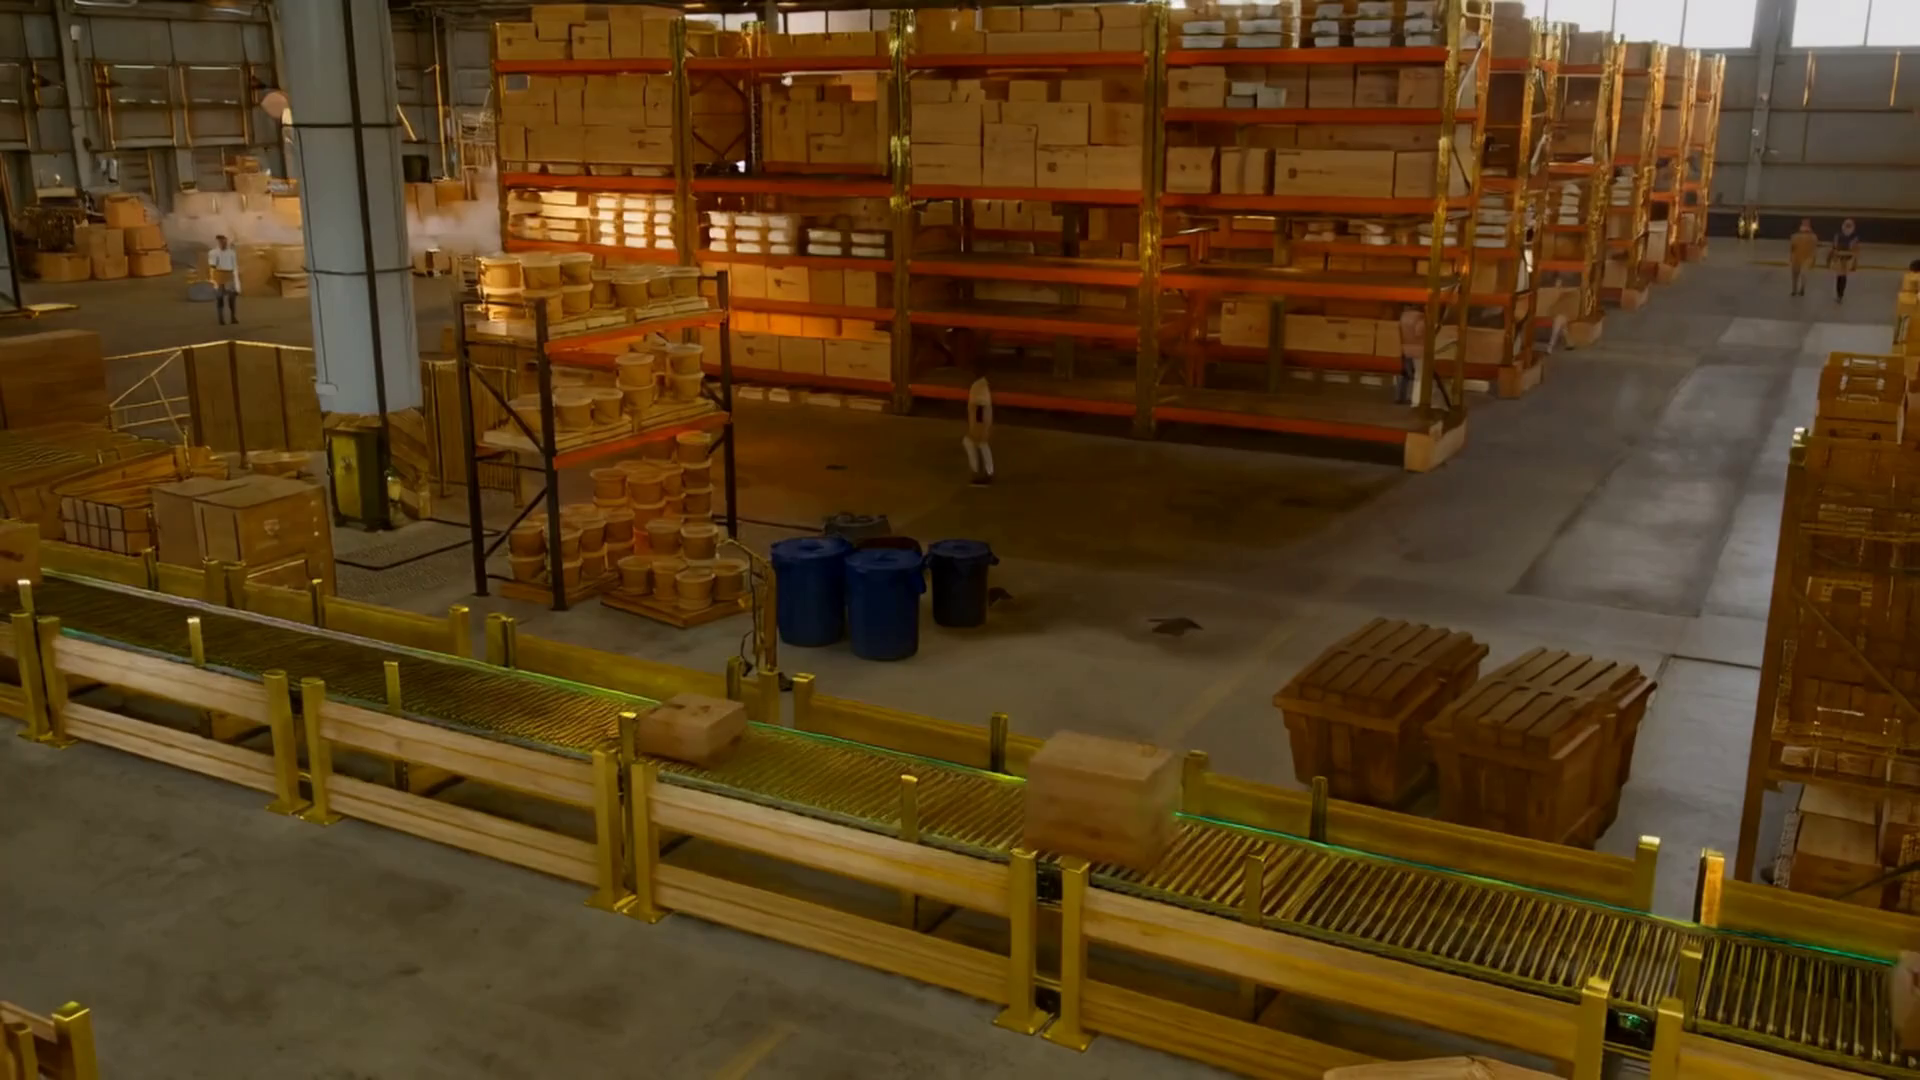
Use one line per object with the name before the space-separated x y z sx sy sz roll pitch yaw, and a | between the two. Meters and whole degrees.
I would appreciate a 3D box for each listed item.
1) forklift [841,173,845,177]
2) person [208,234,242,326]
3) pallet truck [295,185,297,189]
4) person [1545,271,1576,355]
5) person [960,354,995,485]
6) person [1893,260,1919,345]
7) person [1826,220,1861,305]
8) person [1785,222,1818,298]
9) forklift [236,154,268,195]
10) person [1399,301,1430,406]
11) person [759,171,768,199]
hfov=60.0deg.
forklift | -4.279 -11.382 55.887 1.129 2.768 1.873 8 17 27
person | -15.932 -5.638 36.049 0.367 1.965 0.604 13 19 39
pallet truck | -26.804 -14.617 69.738 1.885 1.965 0.823 -14 20 -42
person | 11.578 -4.371 31.967 0.748 1.610 0.502 -3 15 -13
person | 0.194 -1.517 21.078 0.583 1.676 0.548 0 15 -1
person | 18.999 -4.760 33.276 0.321 1.689 0.530 -3 15 -10
person | 21.207 -6.674 39.919 0.625 1.995 1.064 12 19 38
person | 20.778 -6.928 41.119 0.662 1.854 1.004 9 18 32
forklift | -25.676 -12.614 60.518 1.873 2.768 1.129 8 17 28
person | 7.170 -2.935 26.148 0.429 1.836 0.614 -9 17 -29
person | -8.060 -14.018 67.602 0.635 1.936 0.355 1 15 2
